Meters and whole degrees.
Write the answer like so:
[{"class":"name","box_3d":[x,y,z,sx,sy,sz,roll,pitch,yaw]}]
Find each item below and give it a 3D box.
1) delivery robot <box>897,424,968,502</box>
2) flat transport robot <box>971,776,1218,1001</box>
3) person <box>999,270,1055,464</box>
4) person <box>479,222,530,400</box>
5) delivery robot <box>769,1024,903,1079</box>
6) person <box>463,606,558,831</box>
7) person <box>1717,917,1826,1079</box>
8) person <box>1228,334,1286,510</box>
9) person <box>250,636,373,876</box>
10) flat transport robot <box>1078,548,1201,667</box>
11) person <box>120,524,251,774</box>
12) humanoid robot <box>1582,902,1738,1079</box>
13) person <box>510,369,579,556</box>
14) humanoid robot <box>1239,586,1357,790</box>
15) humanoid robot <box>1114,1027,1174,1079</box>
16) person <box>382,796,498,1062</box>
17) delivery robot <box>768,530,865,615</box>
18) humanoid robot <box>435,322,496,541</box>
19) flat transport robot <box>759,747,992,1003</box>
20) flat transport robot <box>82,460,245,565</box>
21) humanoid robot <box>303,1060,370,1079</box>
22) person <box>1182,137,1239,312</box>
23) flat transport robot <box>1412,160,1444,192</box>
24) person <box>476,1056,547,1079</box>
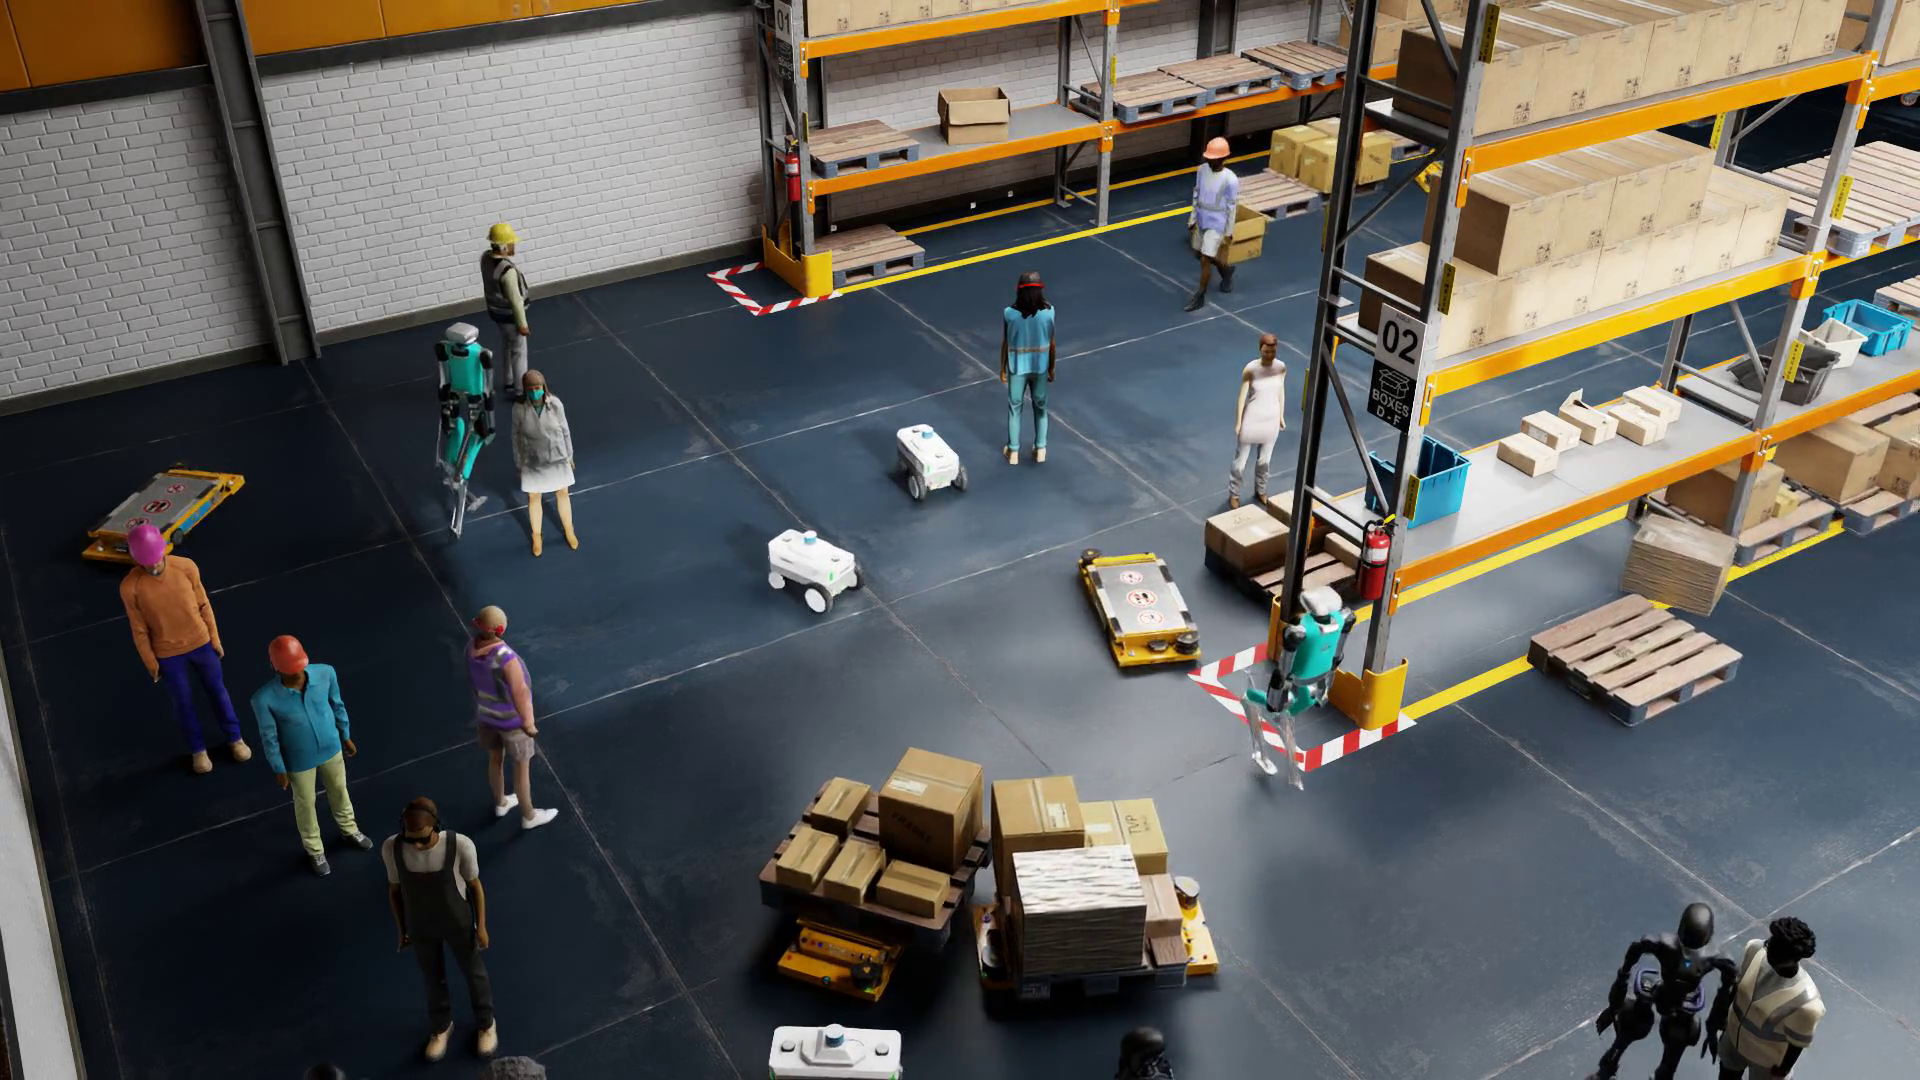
[{"class":"delivery robot","box_3d":[-0.280,-0.718,14.973,0.499,0.608,0.799,-14,35,-21]},{"class":"flat transport robot","box_3d":[0.815,2.418,10.228,1.431,0.231,0.659,-3,32,-5]},{"class":"person","box_3d":[0.614,-1.548,15.058,0.498,1.862,0.392,-3,32,-5]},{"class":"person","box_3d":[-4.373,-2.214,16.157,0.403,1.822,0.595,-23,39,-32]},{"class":"delivery robot","box_3d":[-0.689,2.909,9.170,0.792,0.589,0.499,1,32,2]},{"class":"person","box_3d":[-2.982,1.157,10.895,0.492,1.692,0.340,19,37,27]},{"class":"person","box_3d":[4.128,2.597,8.600,0.320,1.693,0.533,-9,33,-14]},{"class":"person","box_3d":[2.596,-1.030,14.415,0.461,1.659,0.269,-7,33,-11]},{"class":"person","box_3d":[-4.111,1.333,10.559,0.329,1.751,0.562,25,40,34]},{"class":"flat transport robot","box_3d":[1.419,0.508,13.273,0.659,0.231,1.431,-5,32,-8]},{"class":"person","box_3d":[-5.311,0.727,11.330,0.514,1.972,0.404,-22,38,-30]},{"class":"humanoid robot","box_3d":[3.718,2.484,8.803,0.608,1.647,0.442,10,33,15]},{"class":"person","box_3d":[-3.445,-0.641,13.794,0.486,1.659,0.341,-10,33,-16]},{"class":"humanoid robot","box_3d":[2.171,0.957,11.199,0.537,1.778,0.837,-15,35,-23]},{"class":"humanoid robot","box_3d":[0.849,2.979,8.041,0.696,1.635,0.609,-11,34,-17]},{"class":"person","box_3d":[-2.865,2.136,9.198,0.508,1.842,0.344,-2,32,-3]},{"class":"delivery robot","box_3d":[-1.203,0.199,13.483,0.757,0.580,0.499,21,38,30]},{"class":"humanoid robot","box_3d":[-4.290,-0.858,14.097,0.559,1.793,0.948,9,33,13]},{"class":"flat transport robot","box_3d":[-0.537,2.265,10.472,0.659,0.231,1.431,12,34,18]},{"class":"flat transport robot","box_3d":[-6.919,-0.243,14.471,0.659,0.231,1.431,5,33,9]},{"class":"humanoid robot","box_3d":[-2.782,3.089,7.834,0.387,1.649,0.608,8,33,12]},{"class":"person","box_3d":[2.770,-3.462,18.056,0.782,1.918,0.550,-22,38,-30]},{"class":"flat transport robot","box_3d":[6.675,-4.729,21.626,1.431,0.231,0.659,-2,32,-3]},{"class":"person","box_3d":[-2.059,3.011,7.965,0.453,1.666,0.722,-7,33,-10]}]
